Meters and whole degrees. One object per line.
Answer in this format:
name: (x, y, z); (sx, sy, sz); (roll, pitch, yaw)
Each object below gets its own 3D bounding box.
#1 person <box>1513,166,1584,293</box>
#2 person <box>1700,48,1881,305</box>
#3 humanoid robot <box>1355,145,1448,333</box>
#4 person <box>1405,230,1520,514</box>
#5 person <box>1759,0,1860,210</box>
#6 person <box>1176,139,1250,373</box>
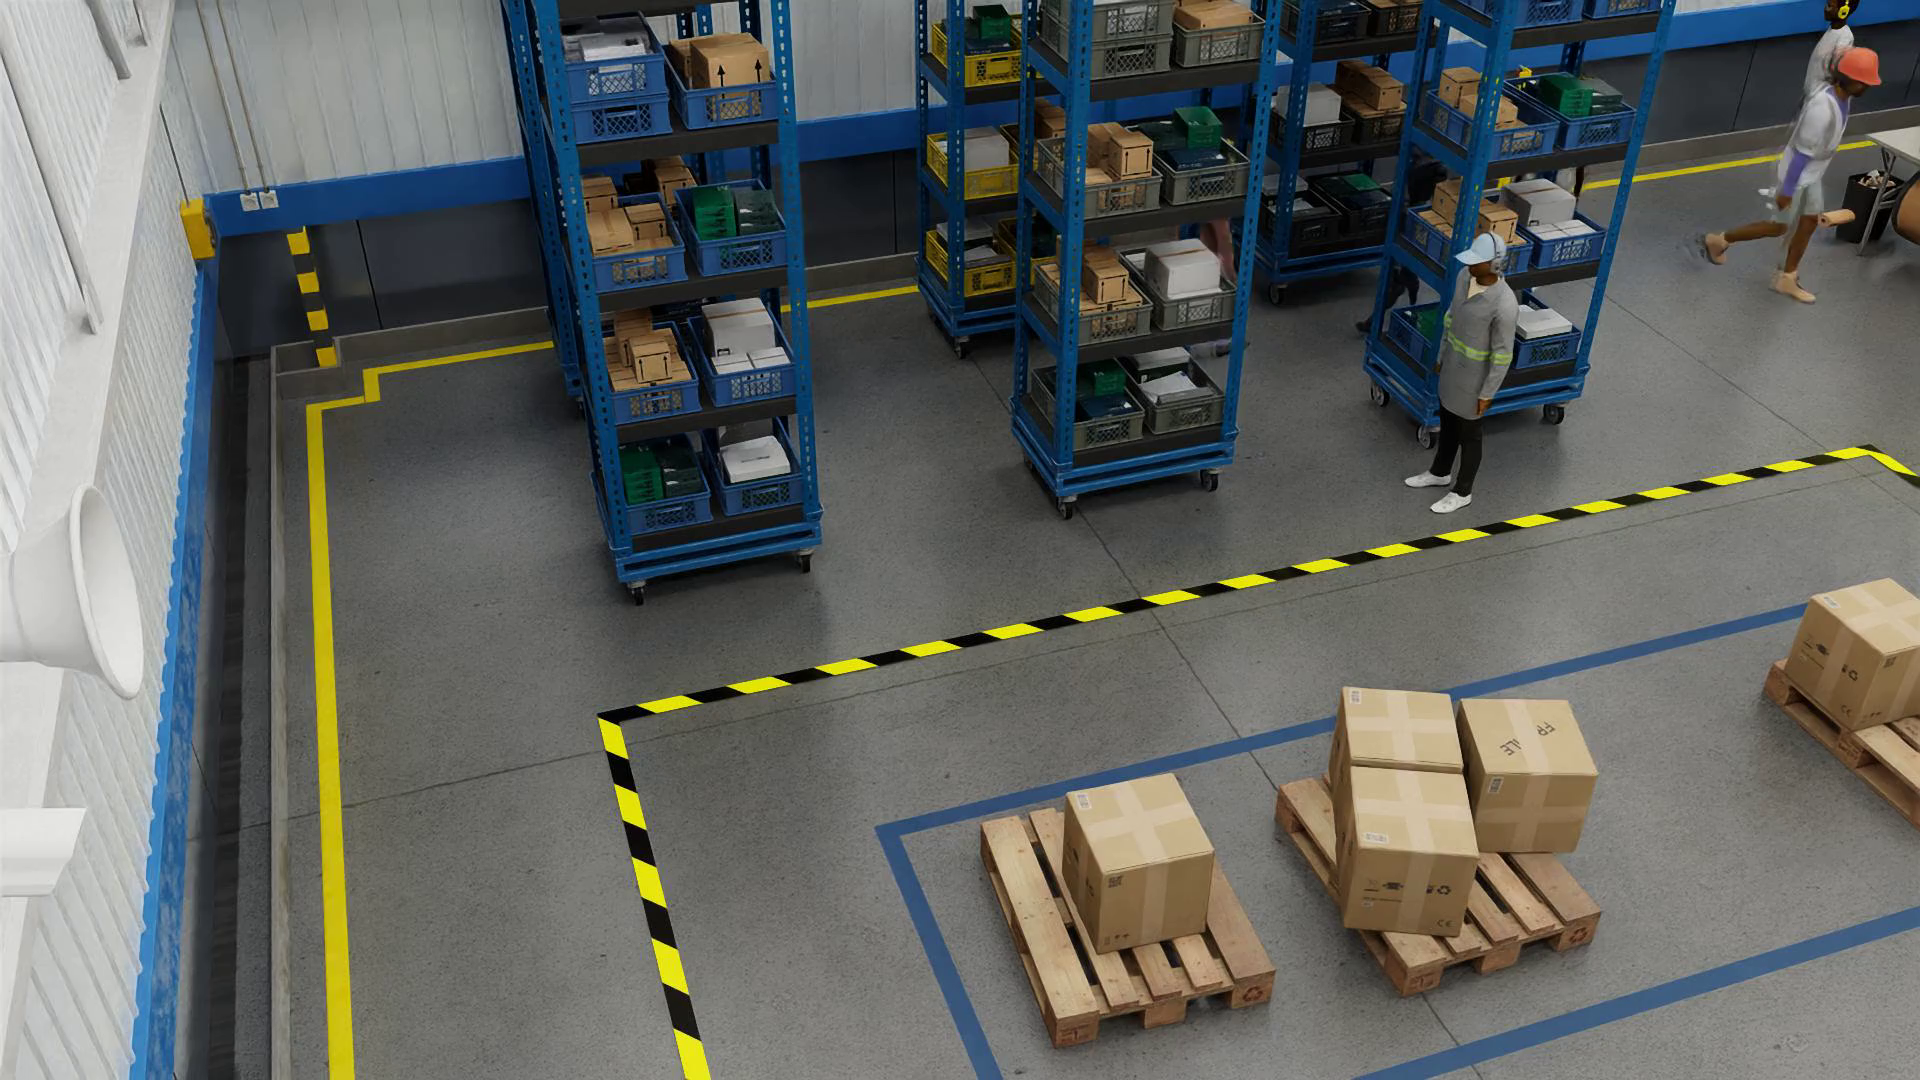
person: (4.324, -2.554, 12.340); (0.524, 1.800, 1.017); (18, 39, 24)
person: (6.245, -2.789, 12.529); (0.853, 1.992, 0.617); (29, 44, 35)
humanoid robot: (3.268, -2.271, 12.096); (0.765, 1.637, 0.614); (-13, 37, -18)
person: (3.063, -1.020, 10.128); (0.387, 1.850, 0.597); (-10, 36, -13)
person: (7.110, -3.664, 13.866); (0.329, 1.867, 0.507); (7, 36, 10)
person: (1.763, -1.950, 11.554); (0.861, 1.727, 0.528); (-9, 36, -12)
